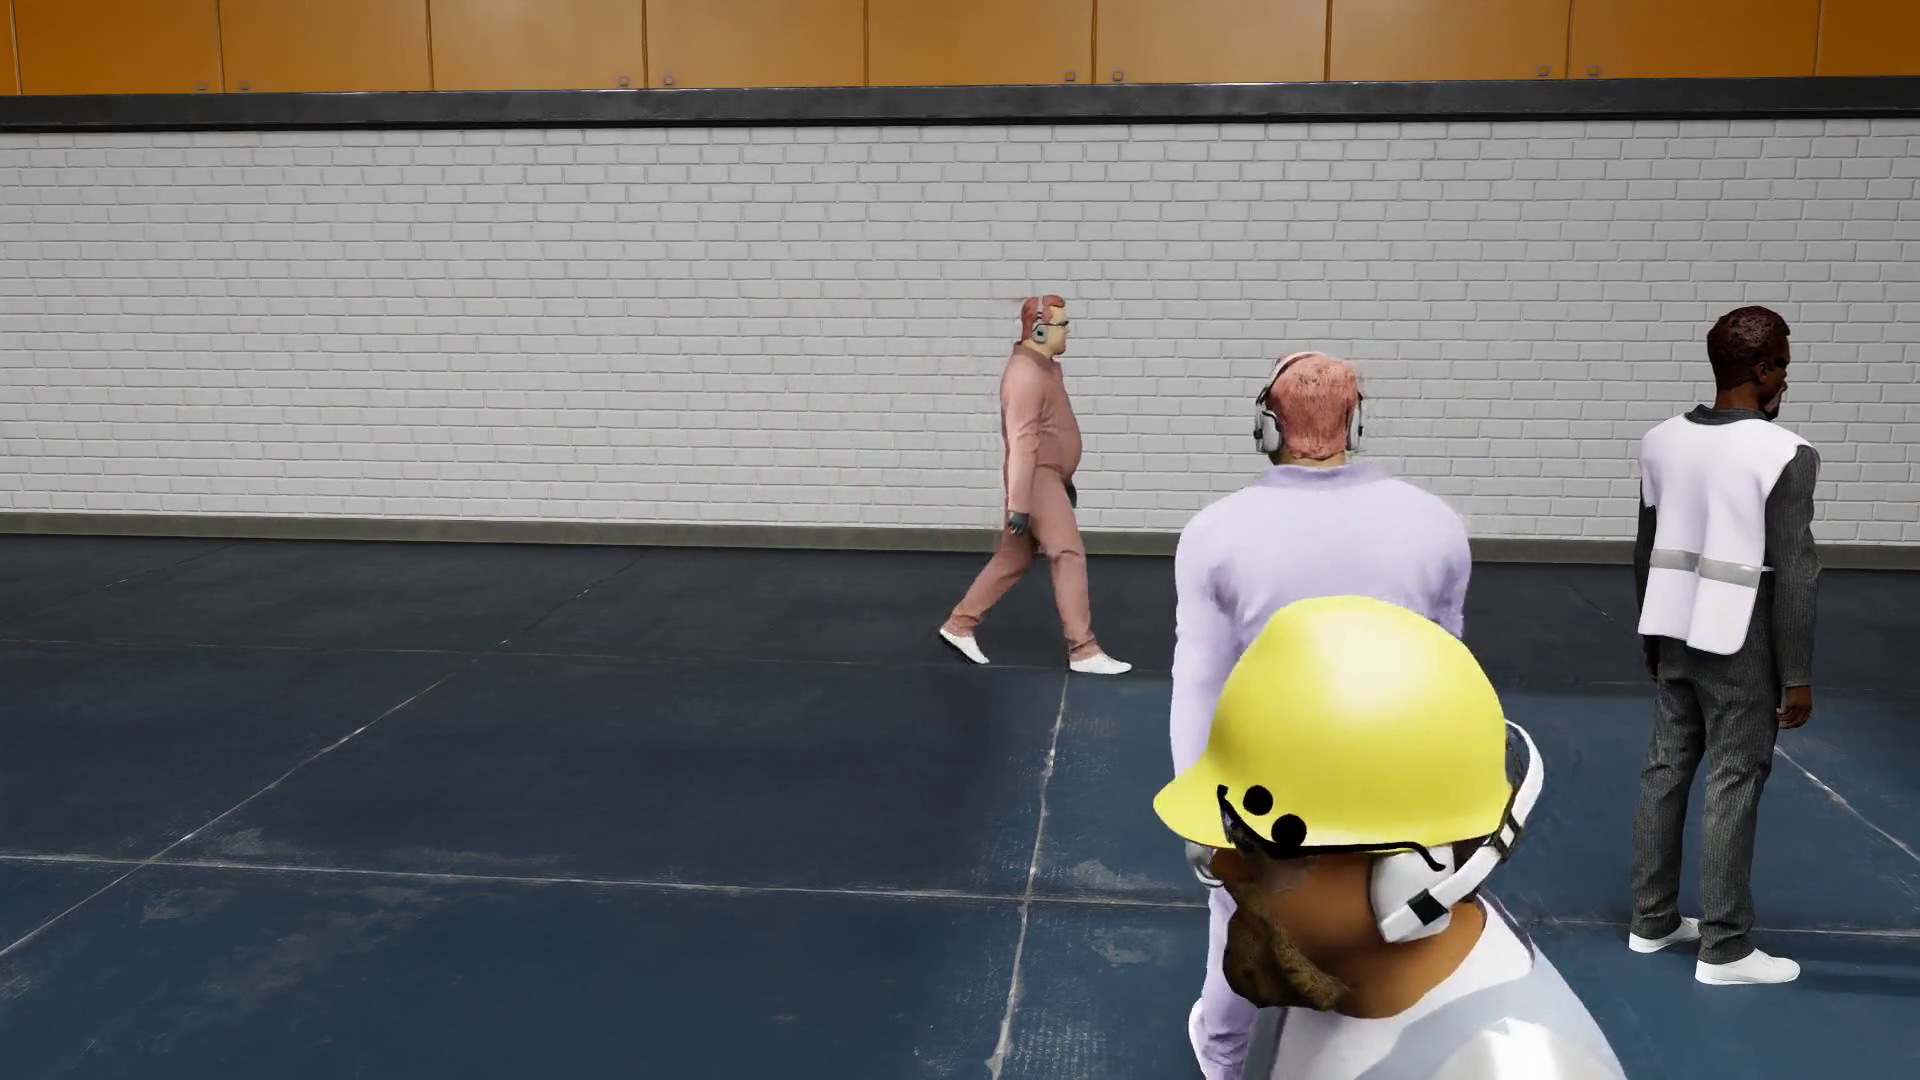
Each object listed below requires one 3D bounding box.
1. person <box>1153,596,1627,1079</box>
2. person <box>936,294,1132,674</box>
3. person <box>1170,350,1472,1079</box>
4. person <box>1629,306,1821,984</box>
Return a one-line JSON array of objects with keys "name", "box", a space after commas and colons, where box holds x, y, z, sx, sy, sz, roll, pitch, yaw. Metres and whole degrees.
[{"name": "person", "box": [0.344, 0.927, 1.516, 0.853, 1.787, 0.605, -1, 10, -4]}, {"name": "person", "box": [0.342, -0.270, 8.165, 0.937, 1.869, 0.643, 0, 10, 1]}, {"name": "person", "box": [0.776, 0.517, 3.682, 0.653, 1.854, 0.980, 0, 10, 1]}, {"name": "person", "box": [2.155, 0.303, 4.730, 0.392, 1.919, 0.593, -4, 11, -23]}]
